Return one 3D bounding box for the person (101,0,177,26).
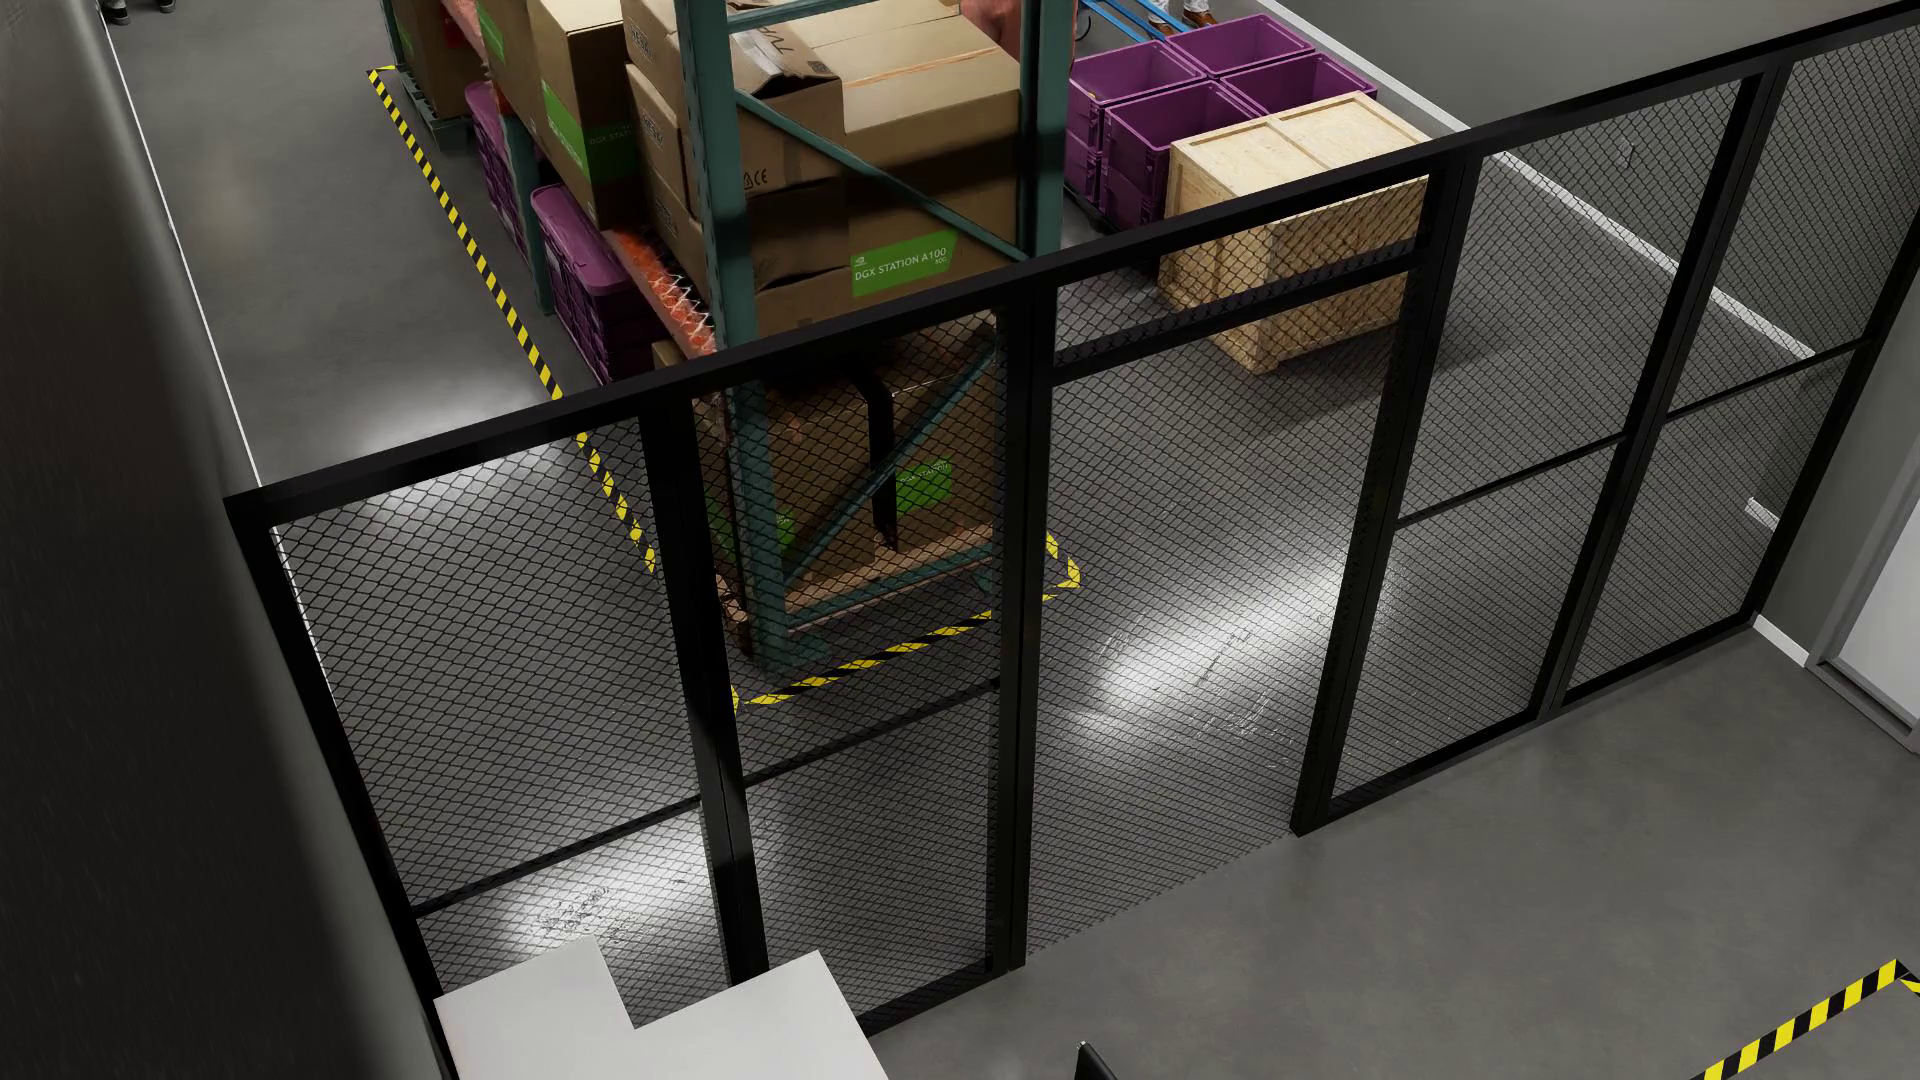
[{"bbox_3d":[-4.826,-3.777,9.157,0.595,1.828,0.403,-25,48,-25],"label":"person"}]

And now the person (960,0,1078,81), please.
[{"bbox_3d":[0.216,-1.809,6.882,0.611,1.996,0.378,-31,51,-29],"label":"person"}]

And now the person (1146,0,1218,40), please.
[{"bbox_3d":[1.275,-3.622,8.908,0.636,1.938,0.358,-22,47,-22],"label":"person"}]
